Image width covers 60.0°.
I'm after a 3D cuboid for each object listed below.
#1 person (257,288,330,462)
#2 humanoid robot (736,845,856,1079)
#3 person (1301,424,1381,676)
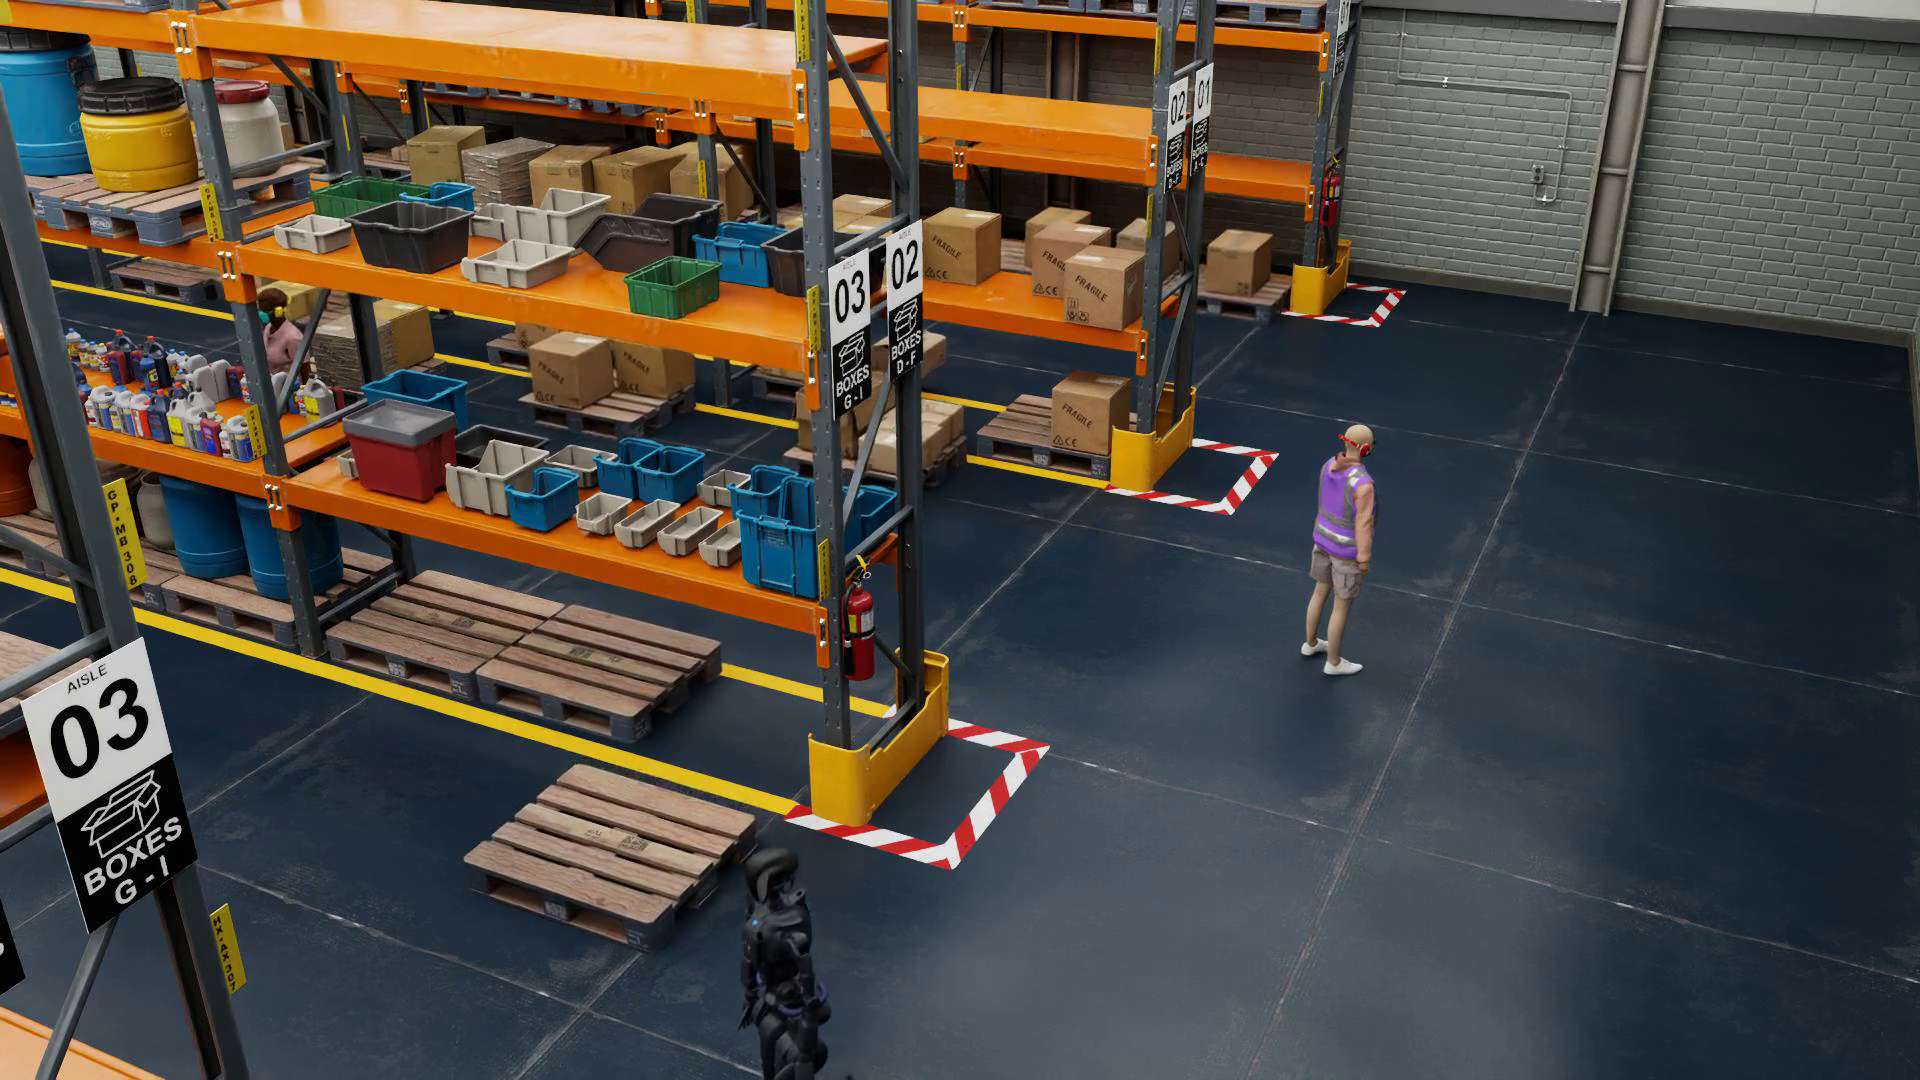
[{"bbox_3d":[-5.106,-1.062,12.726,0.539,1.800,0.329,21,33,36],"label":"person"},{"bbox_3d":[-0.659,1.945,6.795,0.613,1.642,0.600,-16,30,-29],"label":"humanoid robot"},{"bbox_3d":[2.428,0.057,10.590,0.351,1.688,0.489,-11,28,-21],"label":"person"}]
